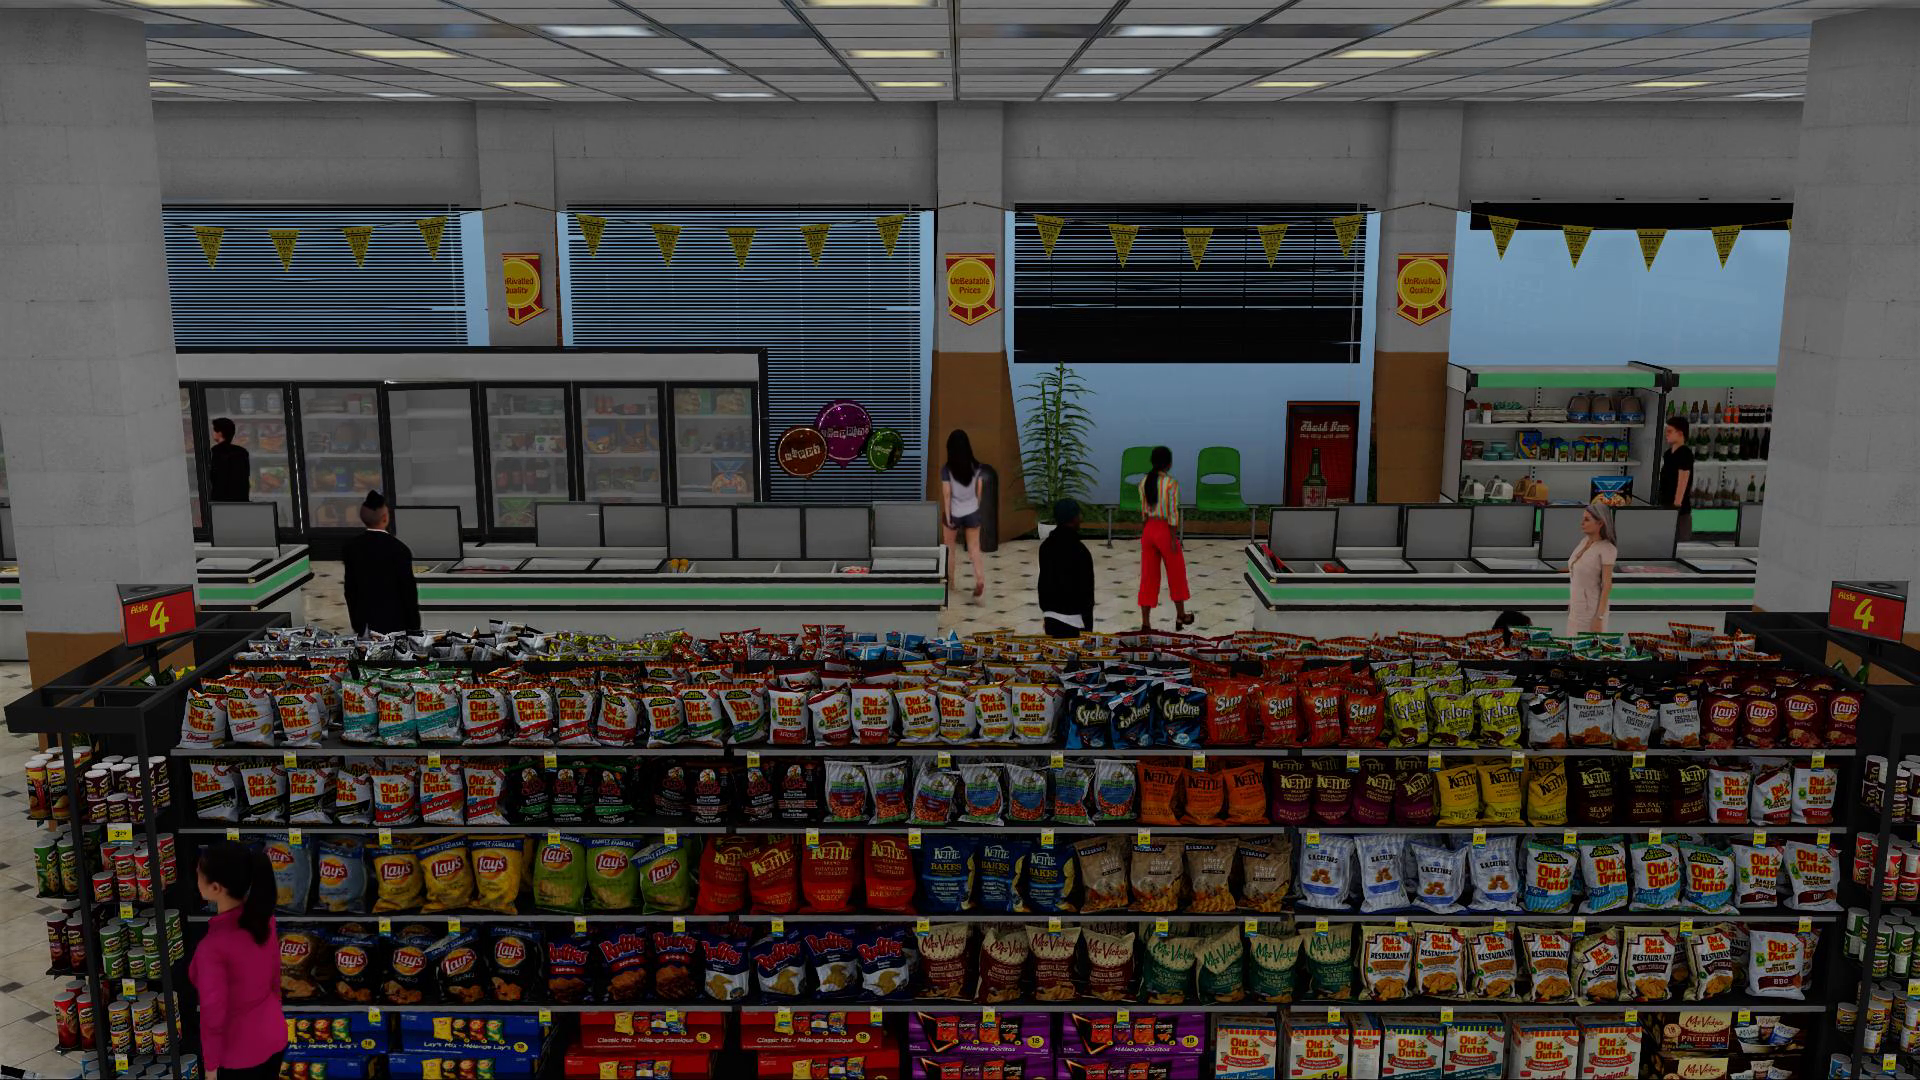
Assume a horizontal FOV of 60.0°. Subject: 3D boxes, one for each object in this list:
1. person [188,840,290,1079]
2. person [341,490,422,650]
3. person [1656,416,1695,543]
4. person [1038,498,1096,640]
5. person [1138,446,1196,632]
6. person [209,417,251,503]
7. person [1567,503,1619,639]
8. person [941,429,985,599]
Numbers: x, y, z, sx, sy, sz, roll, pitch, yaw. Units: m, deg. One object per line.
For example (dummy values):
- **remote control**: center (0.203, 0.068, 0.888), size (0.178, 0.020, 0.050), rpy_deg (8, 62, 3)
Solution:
- **person**: center (-2.604, 1.938, 6.276), size (0.809, 1.690, 0.668), rpy_deg (2, 12, 11)
- **person**: center (-4.198, 0.584, 12.080), size (0.613, 1.948, 0.811), rpy_deg (3, 12, 12)
- **person**: center (7.177, -0.286, 16.499), size (1.195, 1.830, 0.732), rpy_deg (-1, 12, -5)
- **person**: center (0.783, 0.577, 12.432), size (0.796, 1.817, 0.751), rpy_deg (-10, 16, -41)
- **person**: center (1.748, 0.072, 14.973), size (1.030, 1.758, 1.029), rpy_deg (9, 15, 37)
- **person**: center (-7.192, -0.304, 16.617), size (1.092, 1.818, 0.801), rpy_deg (1, 12, 5)
- **person**: center (4.785, 0.572, 12.652), size (0.601, 1.736, 0.636), rpy_deg (-2, 12, -11)
- **person**: center (0.050, -0.239, 16.648), size (1.070, 1.677, 0.882), rpy_deg (-4, 12, -17)
